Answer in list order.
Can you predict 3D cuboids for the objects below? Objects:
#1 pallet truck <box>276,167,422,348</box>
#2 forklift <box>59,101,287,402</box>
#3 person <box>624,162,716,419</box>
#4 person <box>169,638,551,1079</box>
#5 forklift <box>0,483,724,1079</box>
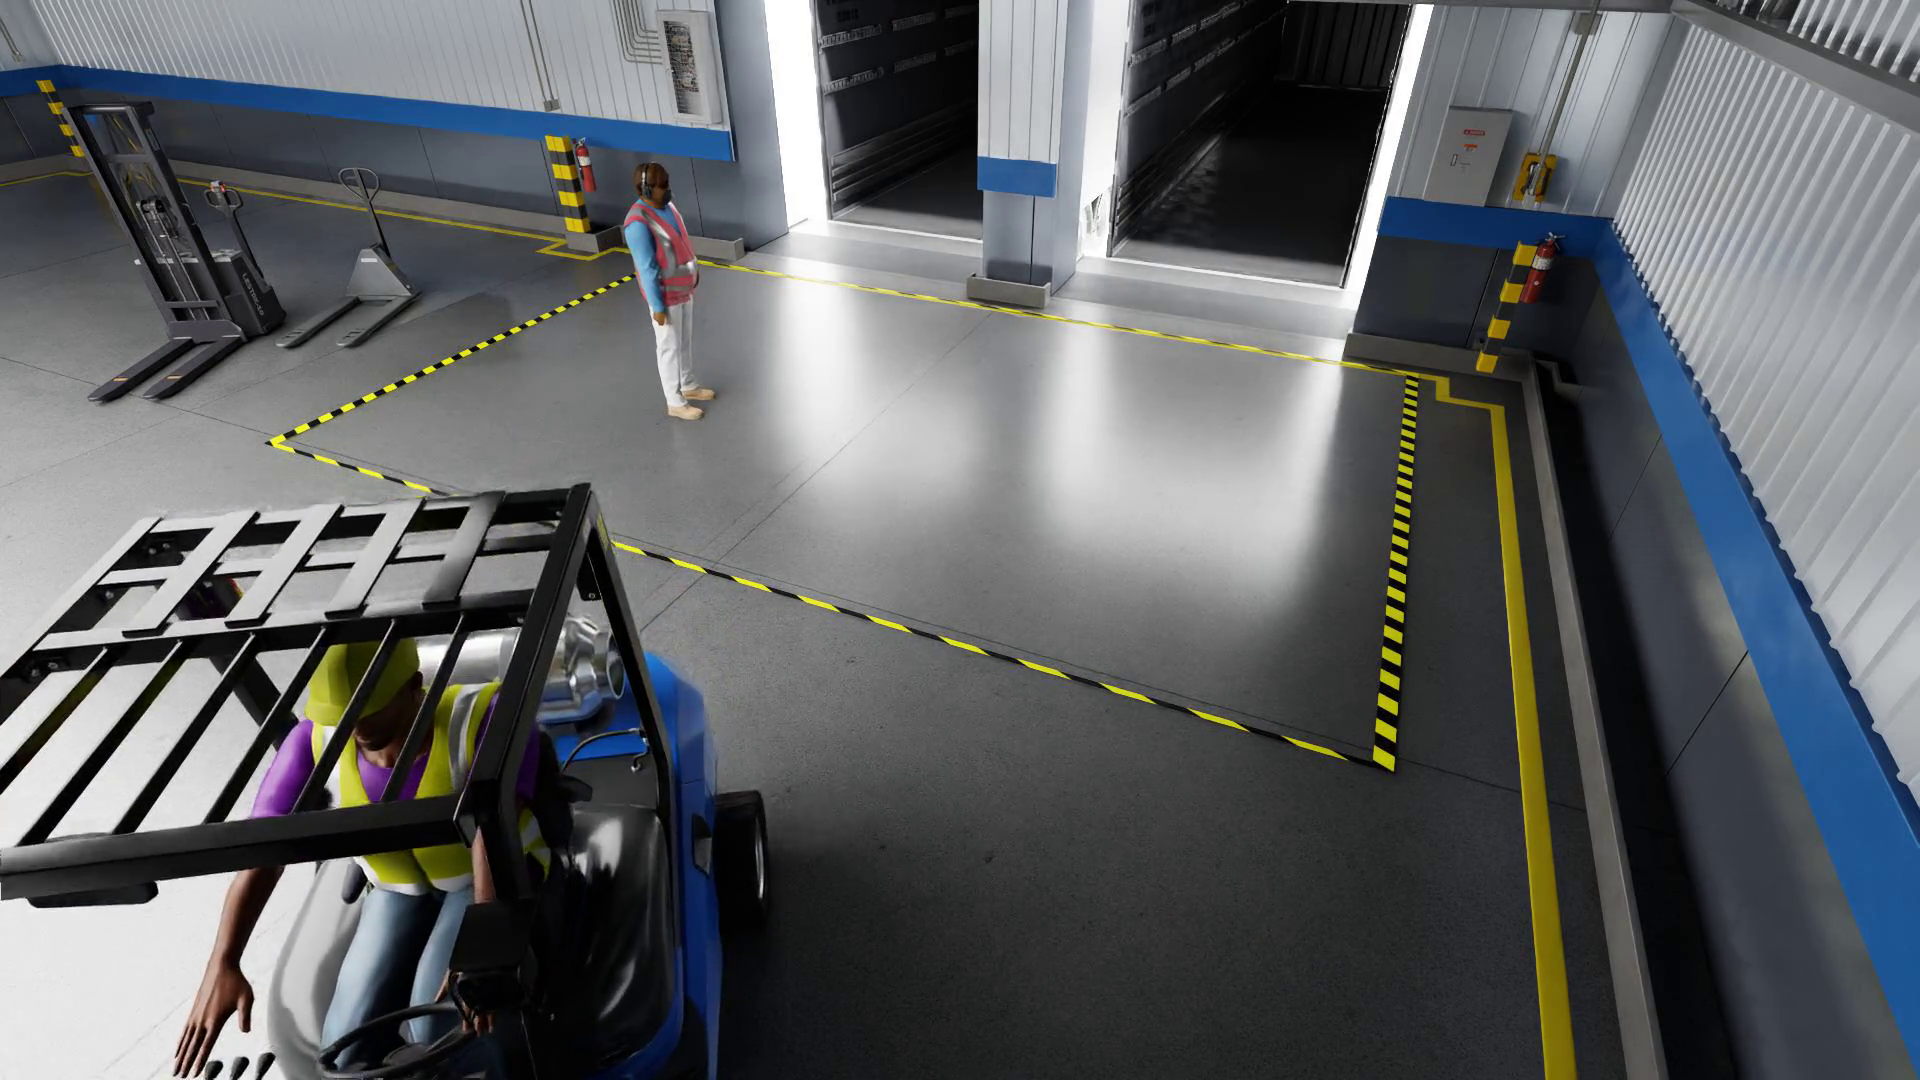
[{"bbox_3d":[-5.732,-2.611,8.414,0.680,1.201,1.601,-1,35,-1],"label":"pallet truck"},{"bbox_3d":[-6.686,-2.387,7.434,0.823,1.965,1.885,-3,35,-5],"label":"forklift"},{"bbox_3d":[-2.118,-1.809,6.742,0.429,1.841,0.633,3,35,4],"label":"person"},{"bbox_3d":[-1.292,0.913,2.076,0.635,1.294,1.004,-5,35,-7],"label":"person"},{"bbox_3d":[-1.294,1.032,2.233,1.157,2.036,2.680,-5,35,-7],"label":"forklift"}]
